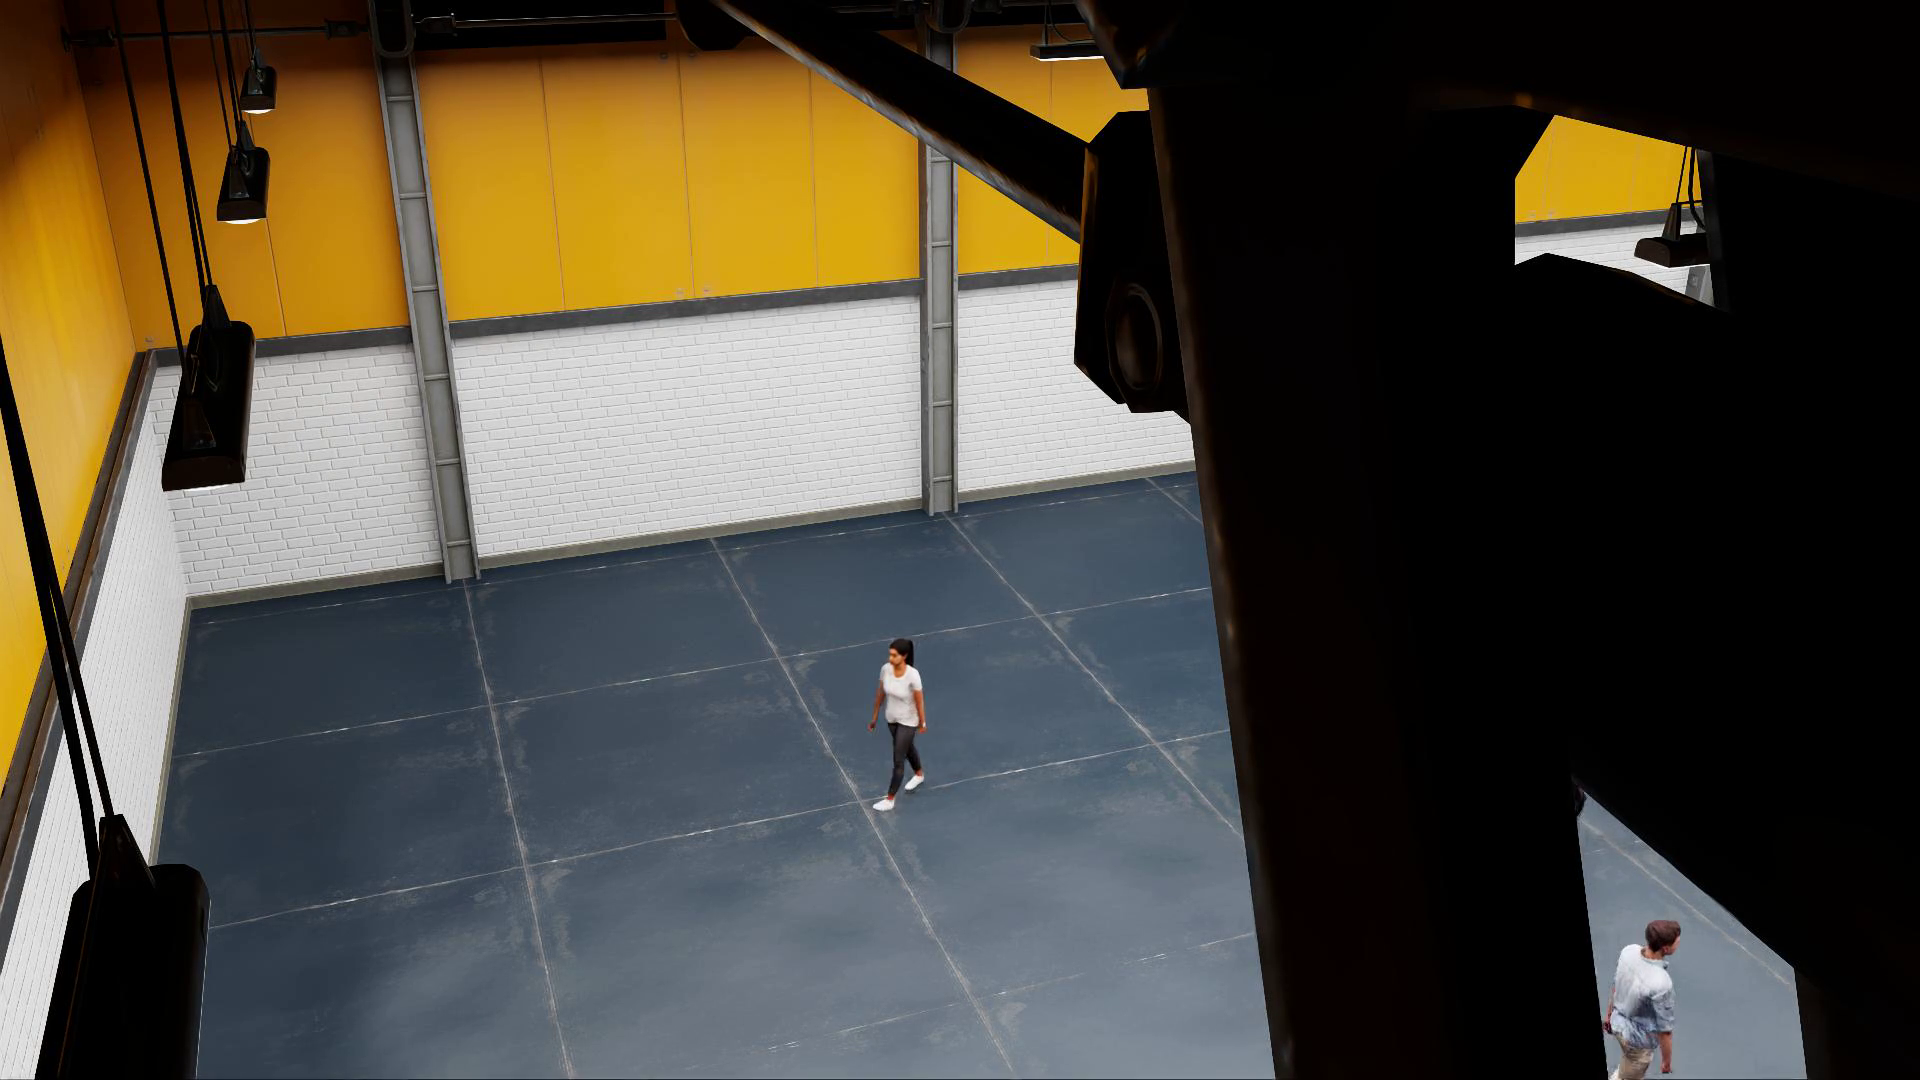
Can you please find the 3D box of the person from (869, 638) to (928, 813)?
[{"bbox_3d":[-0.464,1.600,15.023,0.885,1.605,1.093,20,31,38],"label":"person"}]

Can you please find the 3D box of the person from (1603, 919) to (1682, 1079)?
[{"bbox_3d":[4.340,3.265,10.926,0.683,1.836,0.714,-5,24,-10],"label":"person"}]
